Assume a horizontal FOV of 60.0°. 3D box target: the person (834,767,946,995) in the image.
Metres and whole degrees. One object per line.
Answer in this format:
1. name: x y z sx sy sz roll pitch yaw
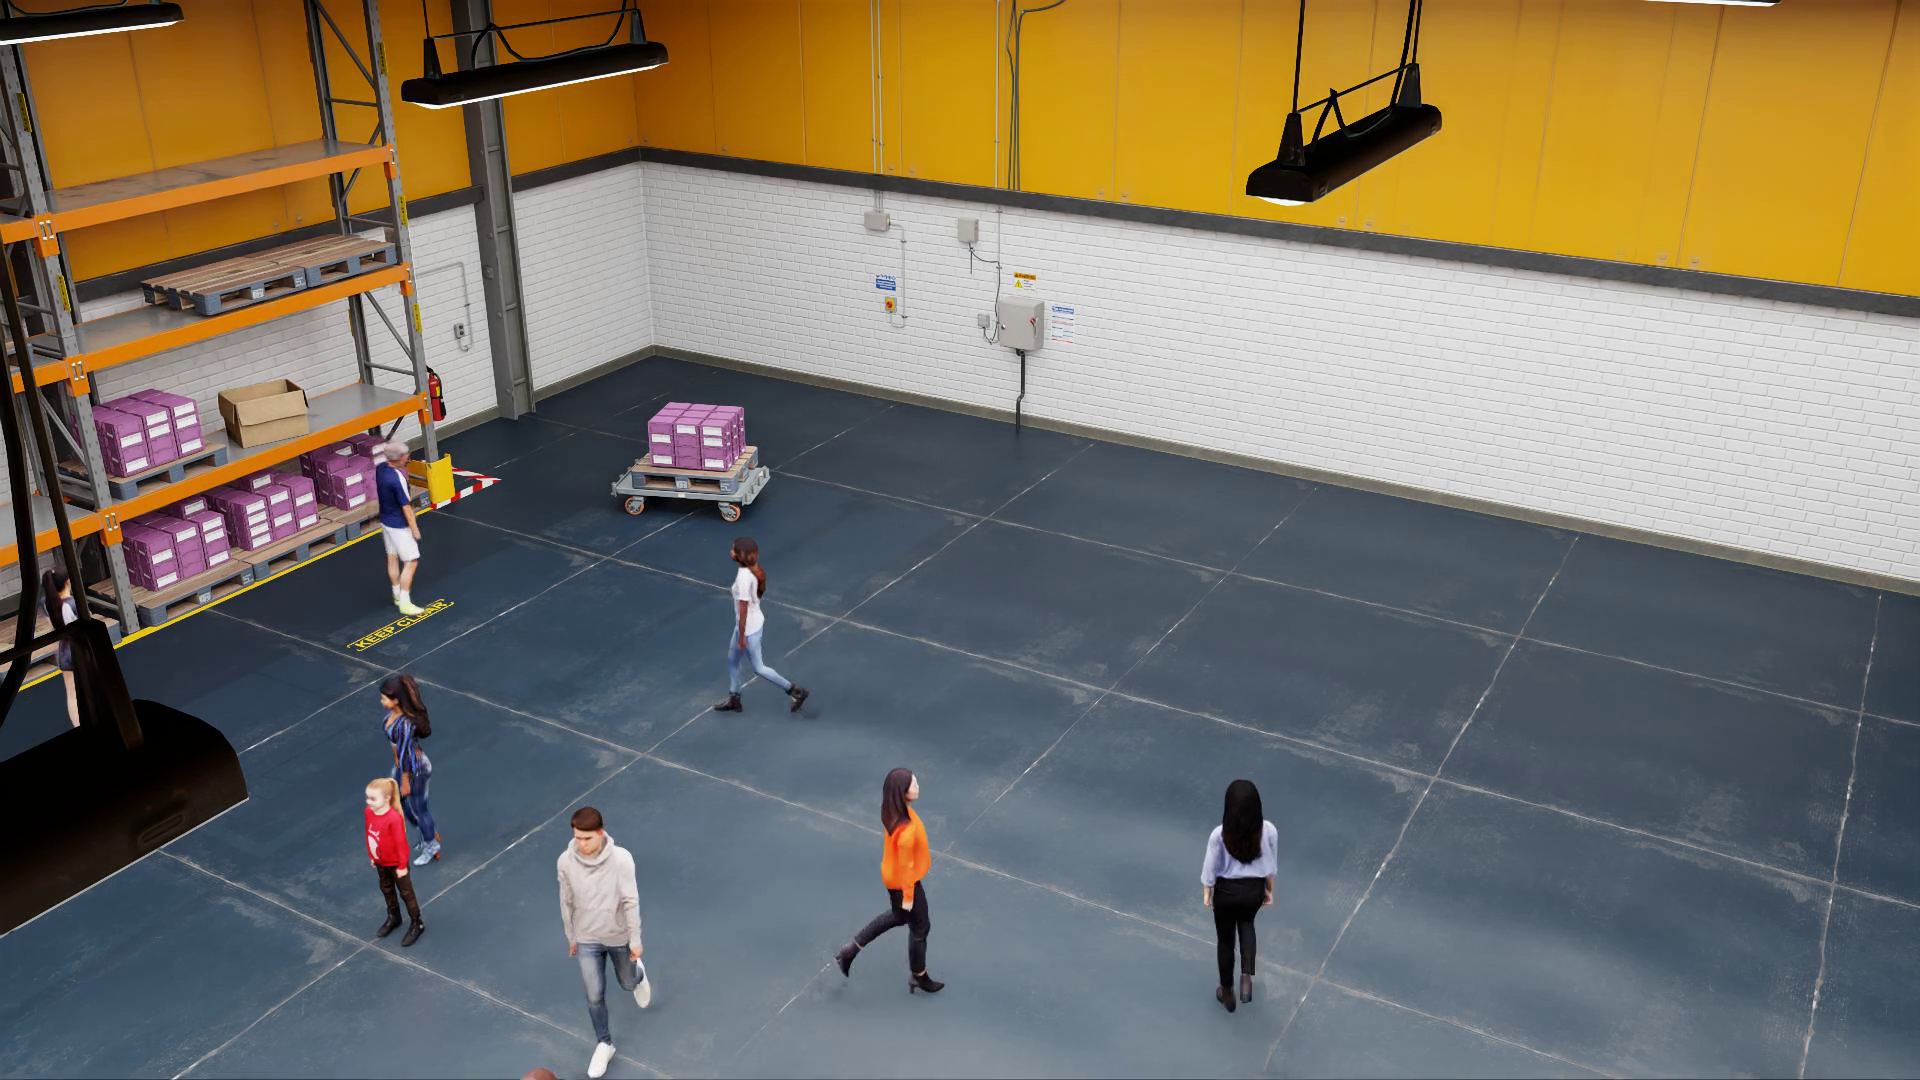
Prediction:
1. person: -0.459 2.279 10.991 1.046 1.732 1.000 -5 24 -11

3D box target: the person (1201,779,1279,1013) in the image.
1. person: 1.834 2.366 10.790 0.816 1.734 0.868 -3 24 -8

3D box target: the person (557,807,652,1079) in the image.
1. person: -2.204 2.437 10.502 0.983 1.834 1.172 1 24 3

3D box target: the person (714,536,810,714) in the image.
1. person: -1.748 0.783 14.466 1.020 1.690 1.102 -1 24 -2

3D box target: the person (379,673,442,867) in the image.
1. person: -4.027 1.711 12.438 0.735 1.613 0.715 -15 28 -30

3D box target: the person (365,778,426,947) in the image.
1. person: -3.989 2.231 11.664 0.494 1.281 0.491 11 26 23

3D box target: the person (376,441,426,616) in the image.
1. person: -5.625 -0.163 16.499 0.870 1.795 0.662 12 27 26
